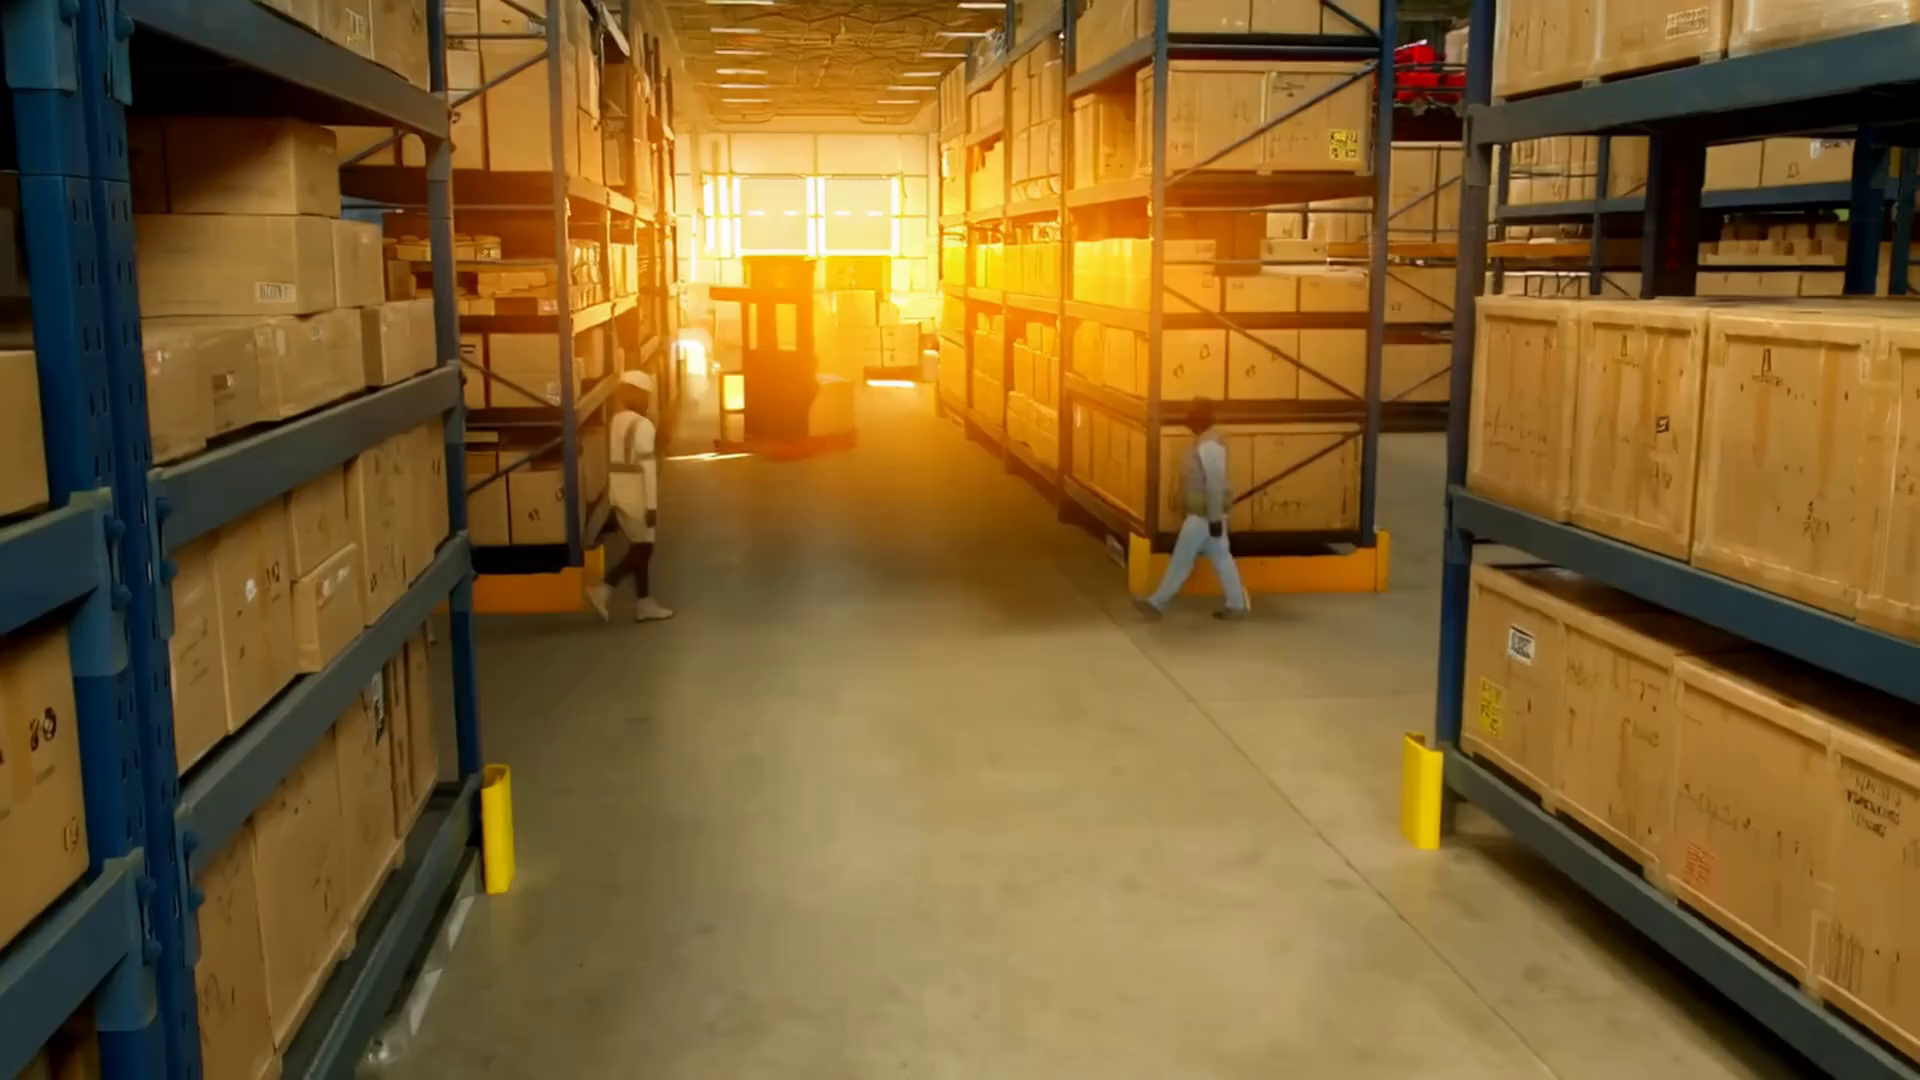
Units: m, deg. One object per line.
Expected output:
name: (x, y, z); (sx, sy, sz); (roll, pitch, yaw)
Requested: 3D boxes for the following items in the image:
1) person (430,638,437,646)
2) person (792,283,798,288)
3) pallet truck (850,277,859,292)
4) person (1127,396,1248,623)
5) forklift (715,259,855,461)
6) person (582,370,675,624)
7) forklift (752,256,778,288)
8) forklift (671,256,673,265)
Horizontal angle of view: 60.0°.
person: (-4.289, 0.002, 12.321); (0.851, 1.586, 0.513); (6, 11, 29)
person: (-5.794, -8.019, 58.084); (0.906, 1.902, 0.666); (4, 10, 20)
pallet truck: (-3.782, -9.391, 65.808); (1.885, 1.965, 0.823); (2, 10, 10)
person: (1.840, -0.228, 13.069); (0.980, 1.787, 0.656); (1, 10, 7)
forklift: (-2.487, -2.634, 23.901); (1.129, 2.768, 1.873); (7, 12, 37)
person: (-2.624, -0.317, 12.976); (0.741, 1.989, 0.705); (-8, 13, -40)
forklift: (-7.180, -9.094, 61.510); (1.129, 2.768, 1.873); (-6, 12, -33)
forklift: (-10.987, -9.066, 61.344); (1.129, 2.768, 1.873); (-1, 10, -7)
